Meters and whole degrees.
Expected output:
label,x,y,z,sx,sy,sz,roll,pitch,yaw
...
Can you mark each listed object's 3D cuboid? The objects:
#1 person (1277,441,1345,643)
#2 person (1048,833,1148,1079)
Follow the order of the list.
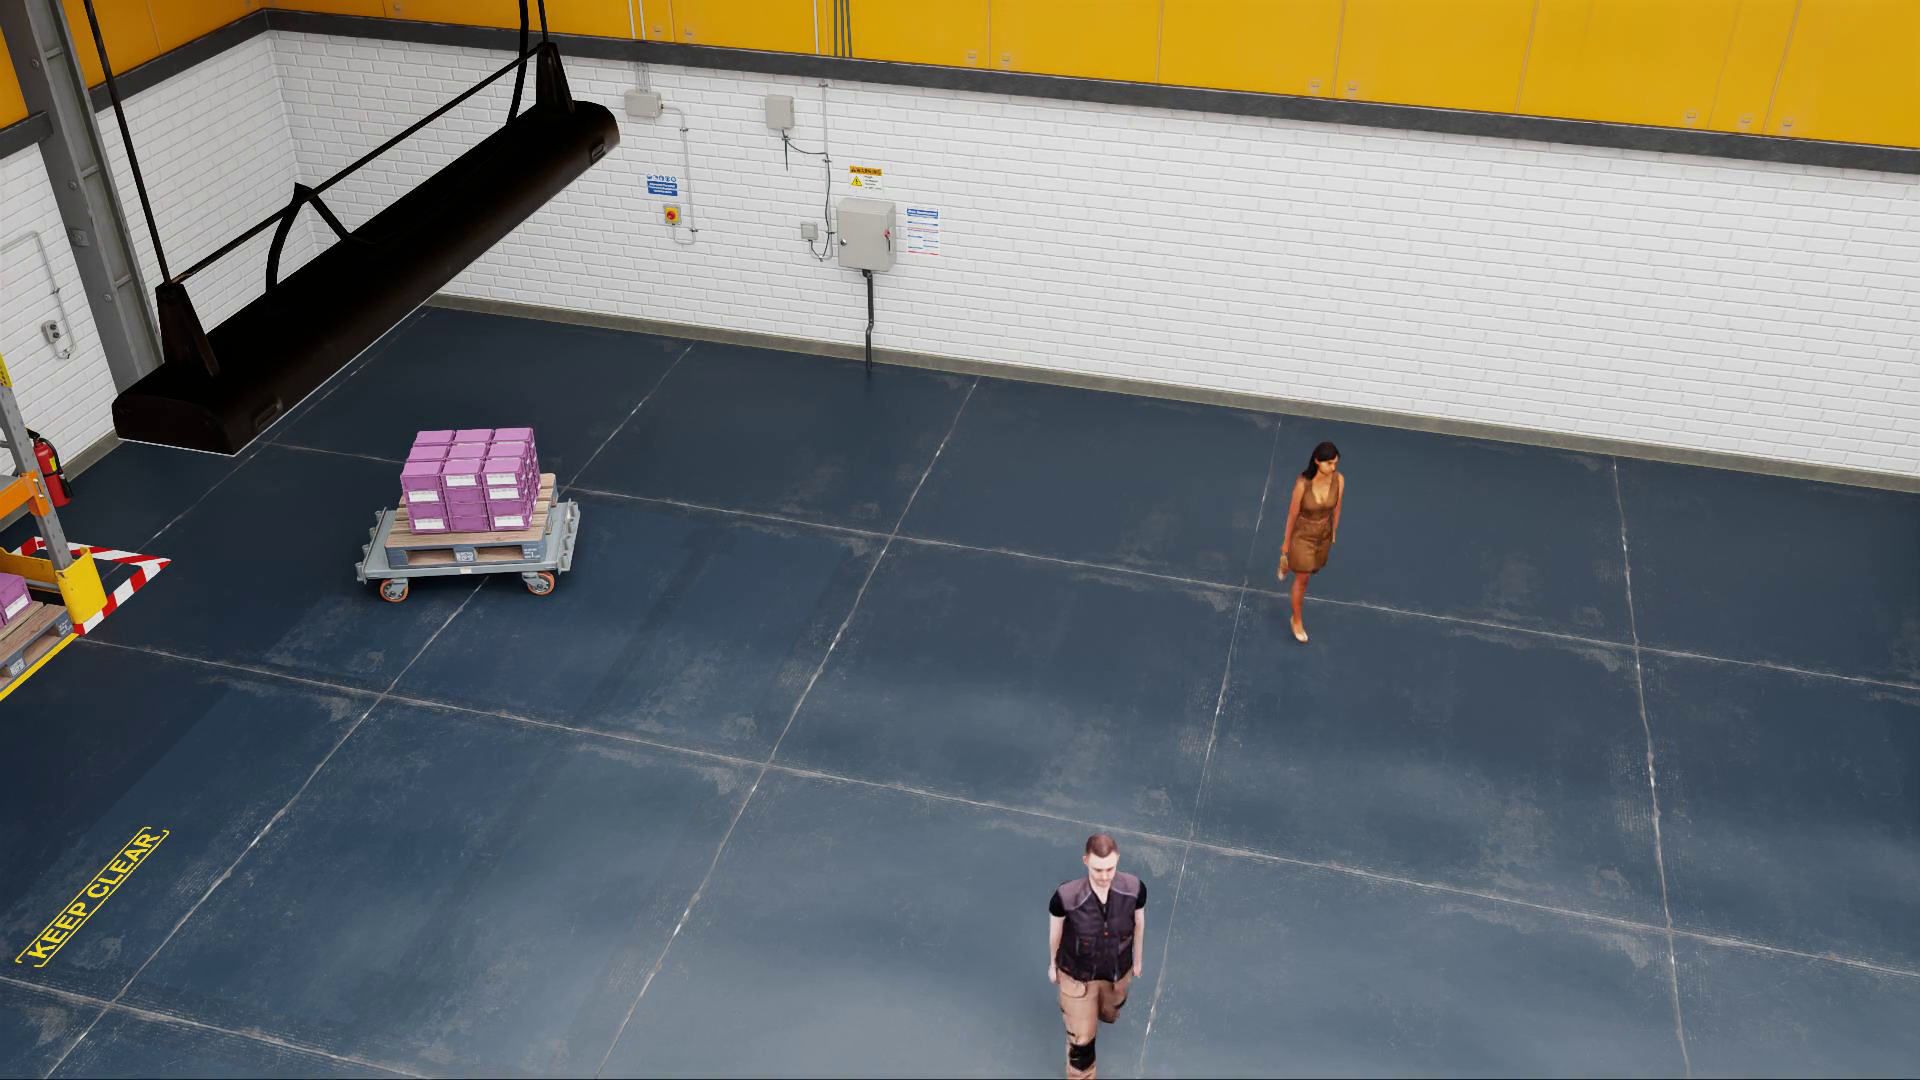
label,x,y,z,sx,sy,sz,roll,pitch,yaw
person,2.597,-0.062,12.549,0.913,1.659,1.059,-8,34,-12
person,0.710,2.227,8.962,0.975,1.818,1.197,-6,34,-8
